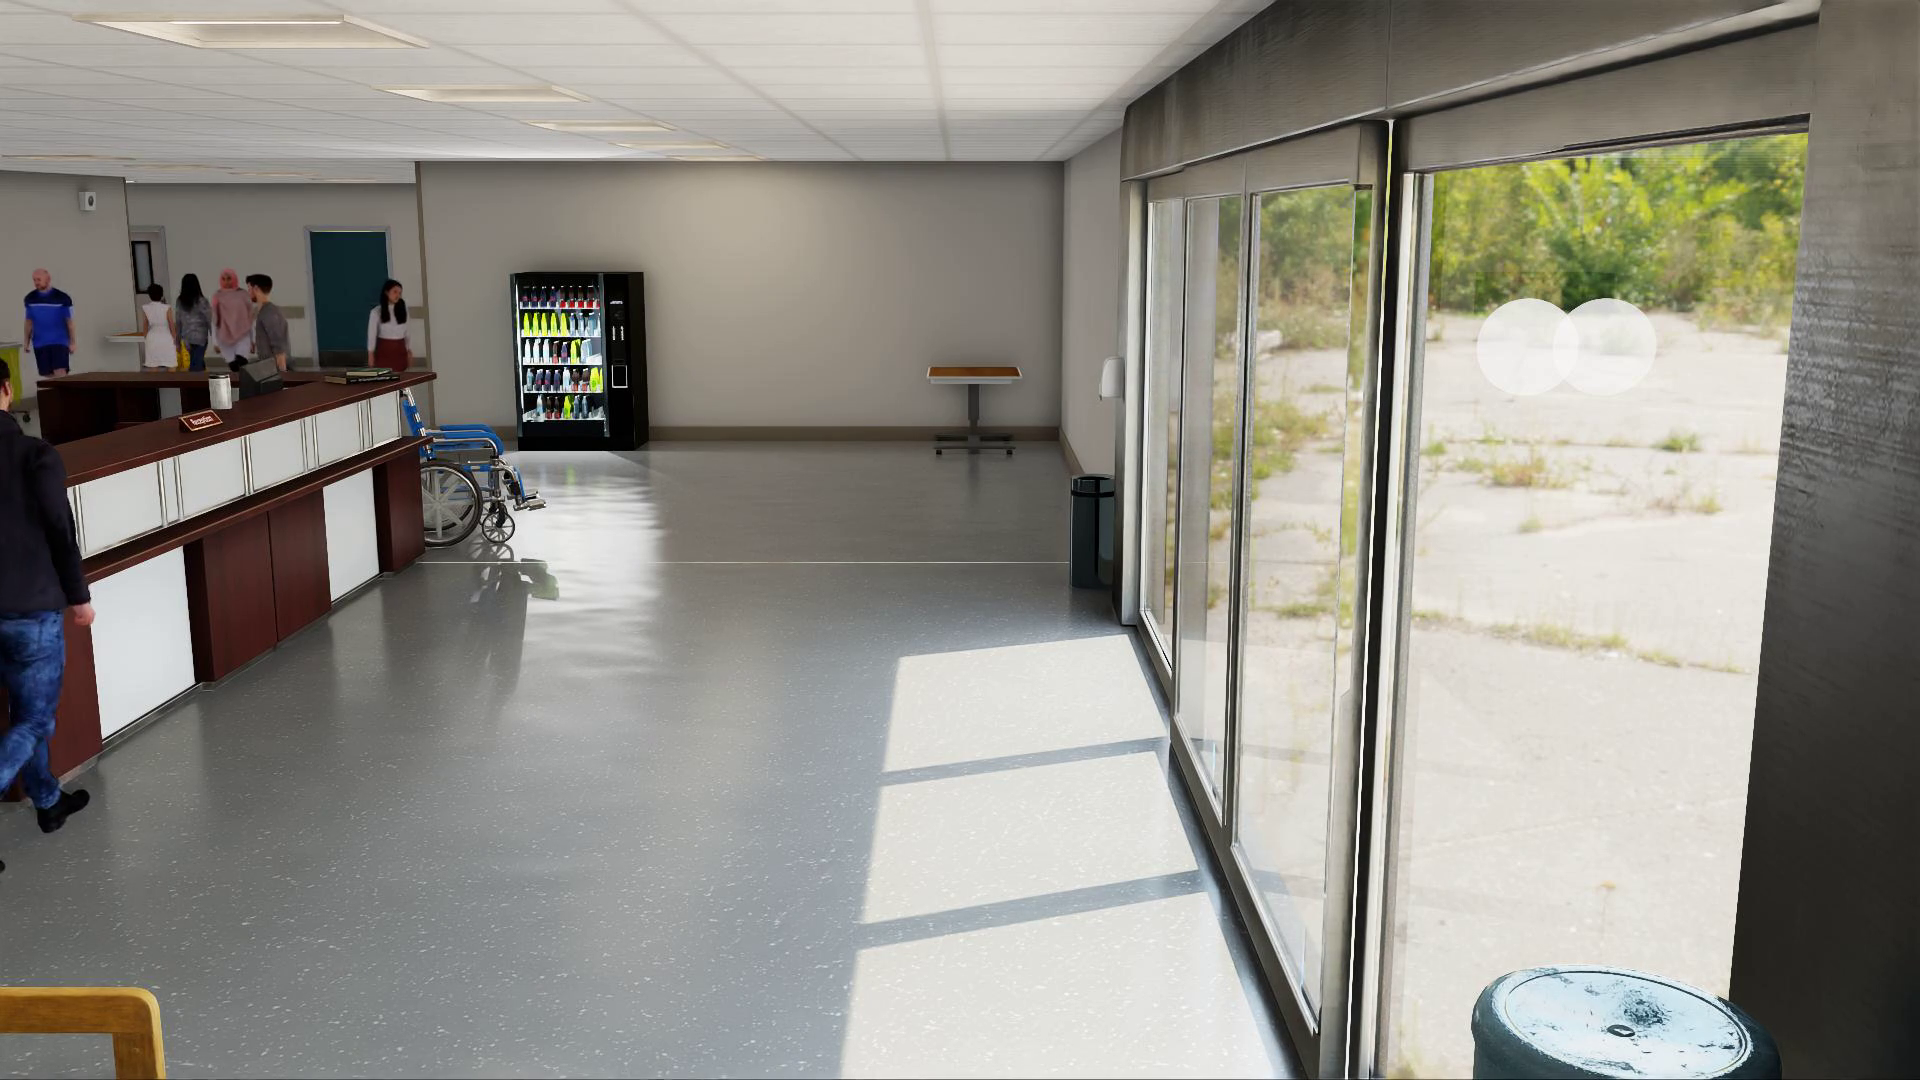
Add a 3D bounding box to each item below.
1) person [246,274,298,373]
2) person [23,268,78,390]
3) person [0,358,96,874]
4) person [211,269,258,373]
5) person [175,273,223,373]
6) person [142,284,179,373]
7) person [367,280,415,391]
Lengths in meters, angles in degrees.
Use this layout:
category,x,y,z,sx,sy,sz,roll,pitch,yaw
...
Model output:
category,x,y,z,sx,sy,sz,roll,pitch,yaw
person,-6.298,-1.527,15.529,0.821,1.862,0.839,-6,12,-30
person,-10.773,-2.314,19.795,0.621,1.817,0.737,0,11,-3
person,-3.483,0.278,6.023,1.149,1.860,0.837,1,11,7
person,-8.930,-2.417,20.506,1.161,1.755,0.886,-3,11,-14
person,-9.666,-2.450,20.914,1.188,1.667,0.838,2,11,10
person,-10.689,-2.641,22.221,0.552,1.555,0.682,-4,11,-18
person,-6.187,-1.930,17.987,0.821,1.736,0.878,-8,13,-37
